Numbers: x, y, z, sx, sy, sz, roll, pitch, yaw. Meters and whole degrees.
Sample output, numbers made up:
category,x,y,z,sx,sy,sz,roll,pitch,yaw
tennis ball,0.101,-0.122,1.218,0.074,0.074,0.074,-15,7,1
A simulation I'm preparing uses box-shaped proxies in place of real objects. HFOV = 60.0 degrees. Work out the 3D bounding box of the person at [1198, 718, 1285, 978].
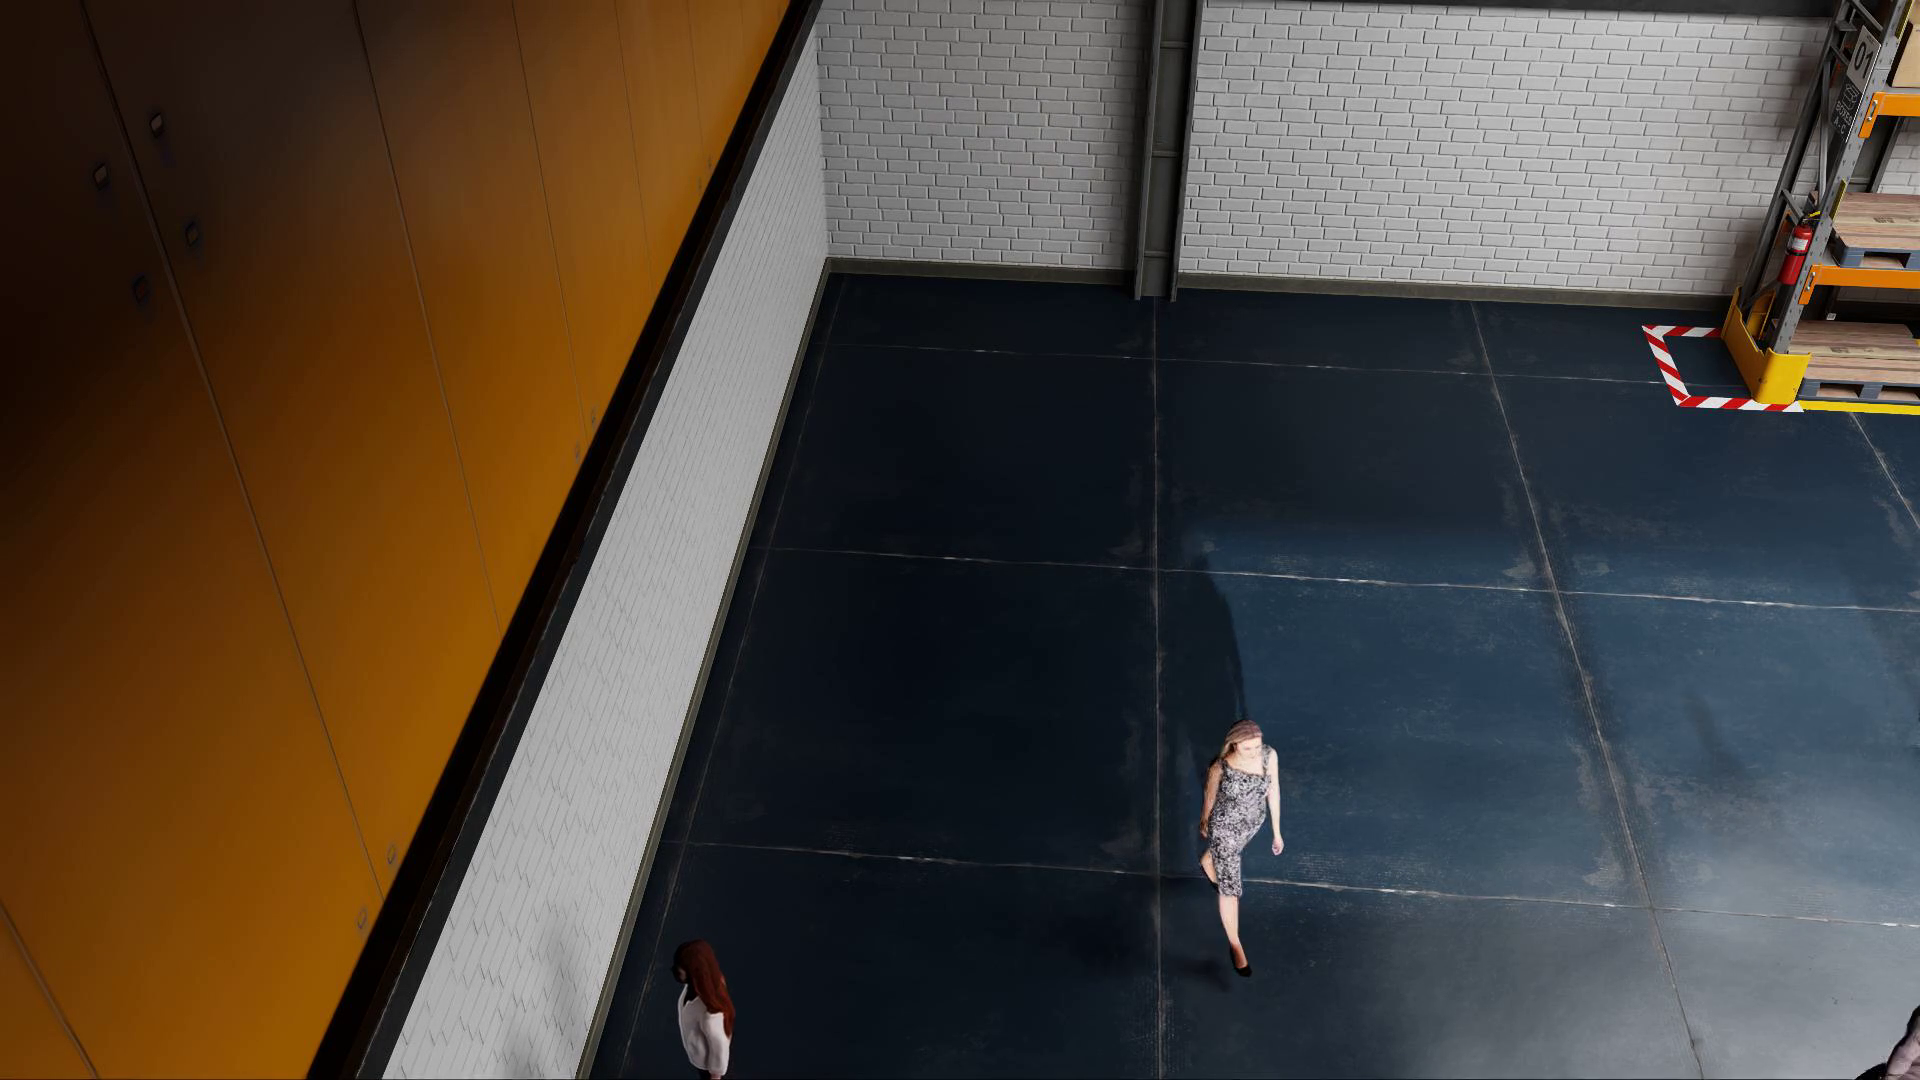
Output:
category,x,y,z,sx,sy,sz,roll,pitch,yaw
person,1.572,1.595,9.671,1.141,1.651,0.942,-11,40,-14

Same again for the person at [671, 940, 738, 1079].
category,x,y,z,sx,sy,sz,roll,pitch,yaw
person,-1.238,2.596,8.332,0.609,1.759,0.657,-9,40,-12
